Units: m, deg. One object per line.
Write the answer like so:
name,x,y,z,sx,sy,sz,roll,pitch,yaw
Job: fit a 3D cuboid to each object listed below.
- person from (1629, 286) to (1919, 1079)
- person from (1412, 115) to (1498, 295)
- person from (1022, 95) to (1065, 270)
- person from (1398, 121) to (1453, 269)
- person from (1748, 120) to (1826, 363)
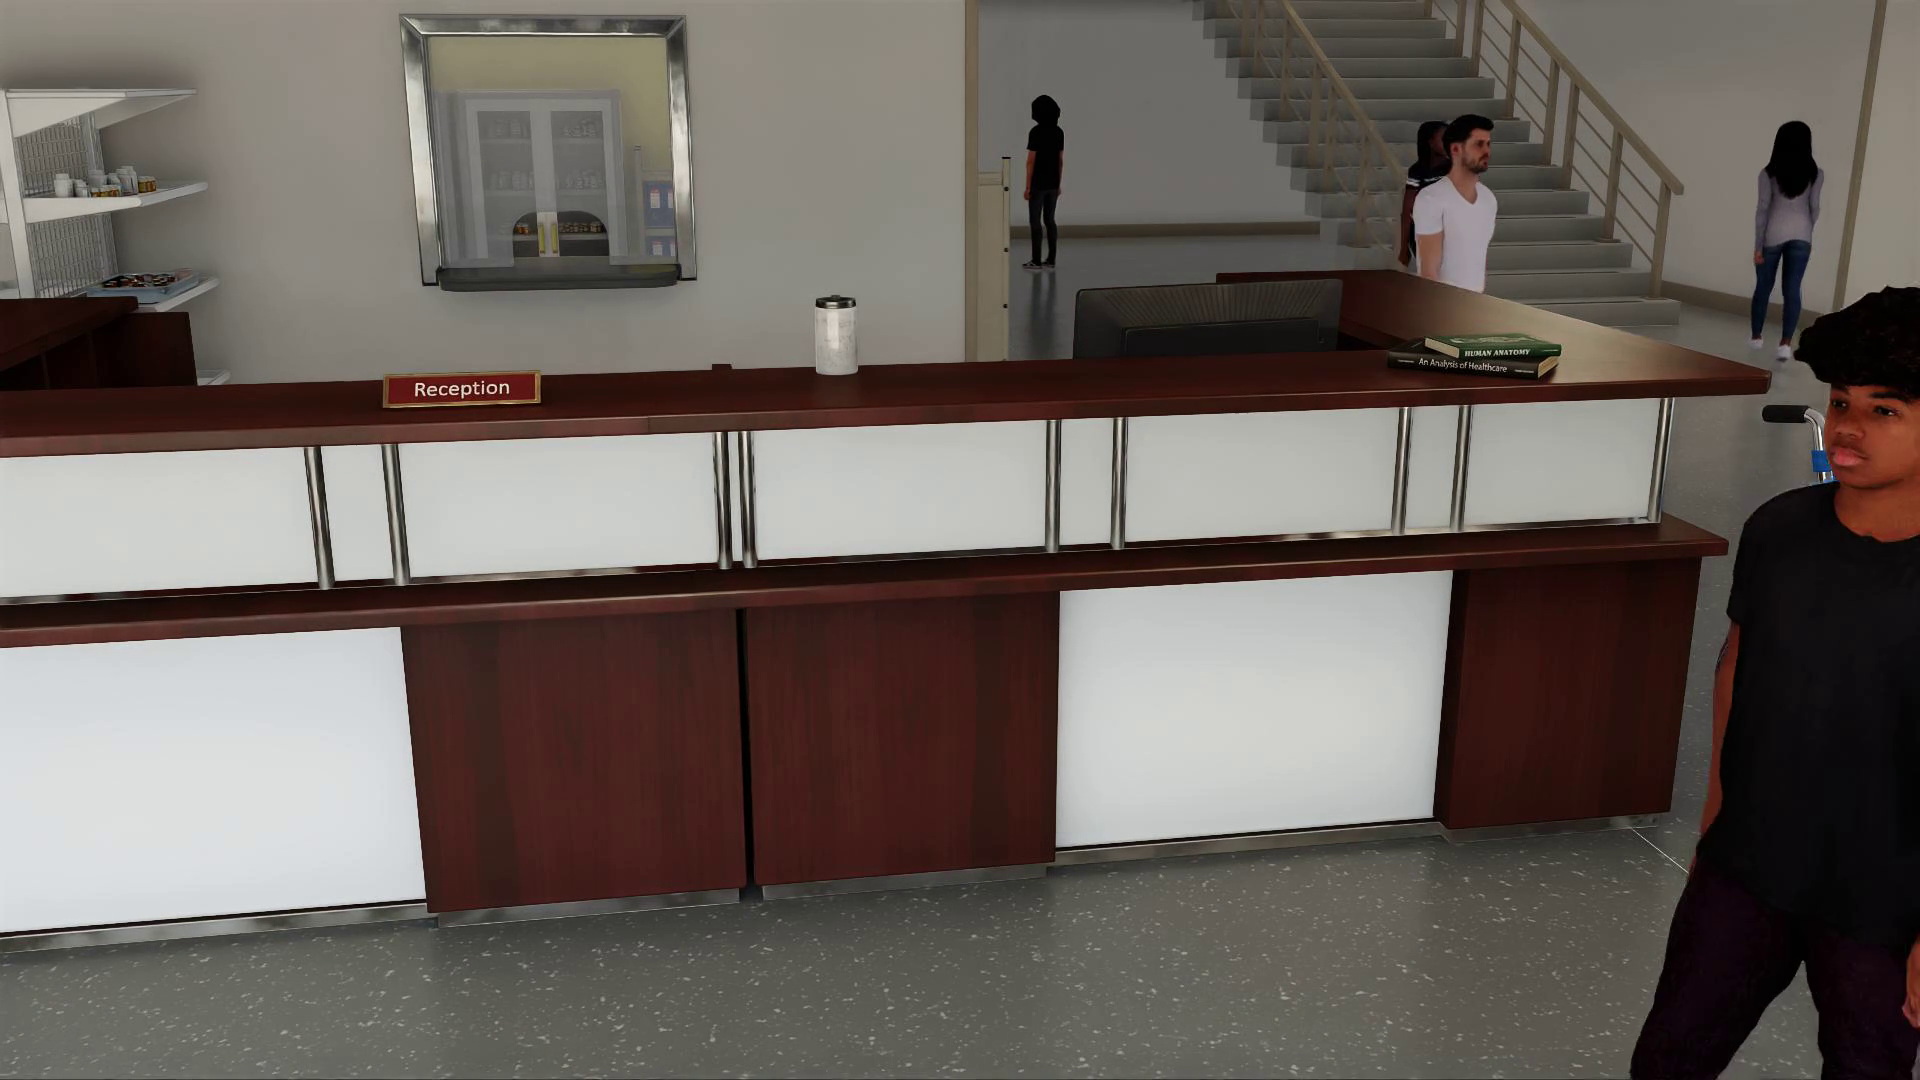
person,1.429,0.483,2.643,0.886,1.766,0.865,-11,19,-33
person,2.159,-0.986,7.694,0.933,1.854,1.280,-8,18,-27
person,0.910,-3.845,17.867,0.715,1.824,0.707,-12,20,-37
person,3.353,-2.123,12.017,0.815,1.697,1.138,-8,17,-25
person,5.935,-2.088,11.915,0.981,1.684,1.260,5,16,16
